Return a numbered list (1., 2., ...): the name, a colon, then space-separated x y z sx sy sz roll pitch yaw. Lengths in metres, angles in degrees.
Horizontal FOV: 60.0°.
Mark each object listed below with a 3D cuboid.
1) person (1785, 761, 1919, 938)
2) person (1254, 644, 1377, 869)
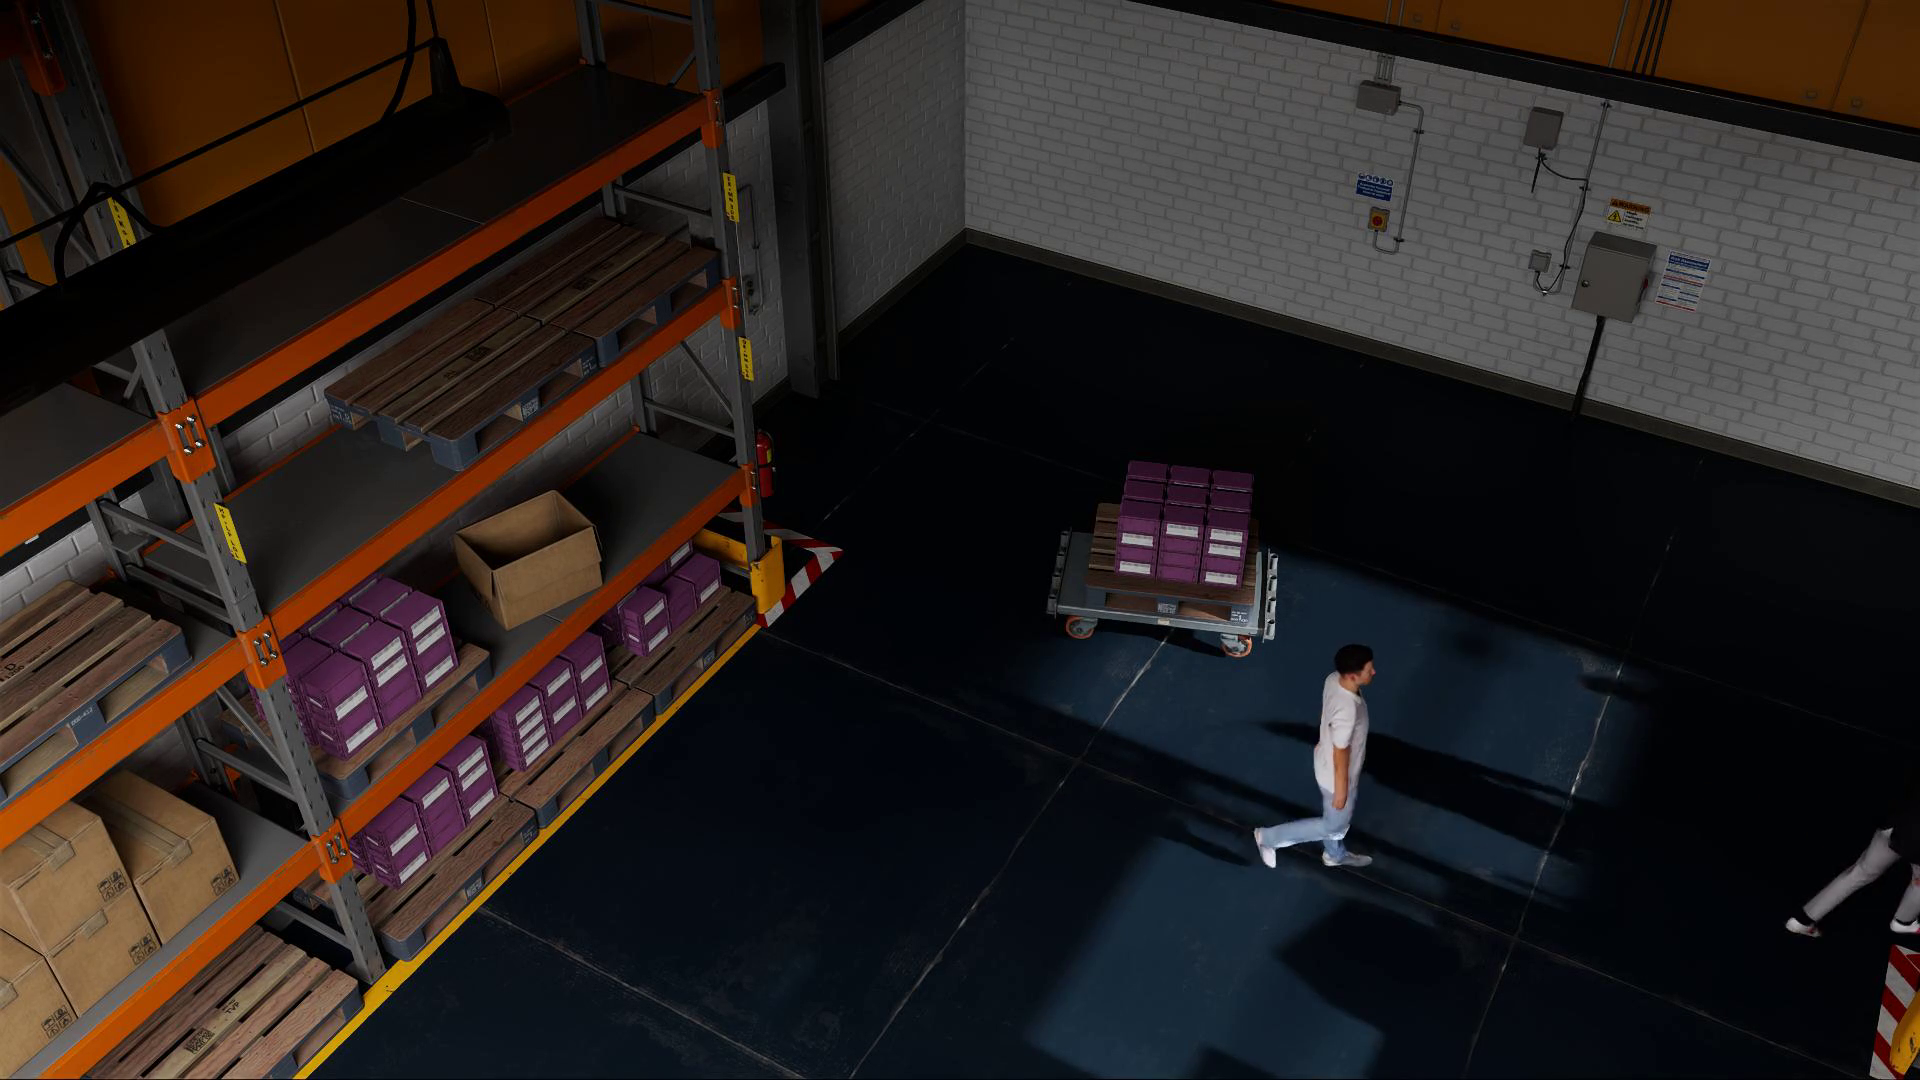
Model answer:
1. person: 5.433 1.706 9.599 1.290 1.904 1.305 -6 39 -7
2. person: 2.208 1.366 10.069 0.951 1.848 1.040 6 39 7
